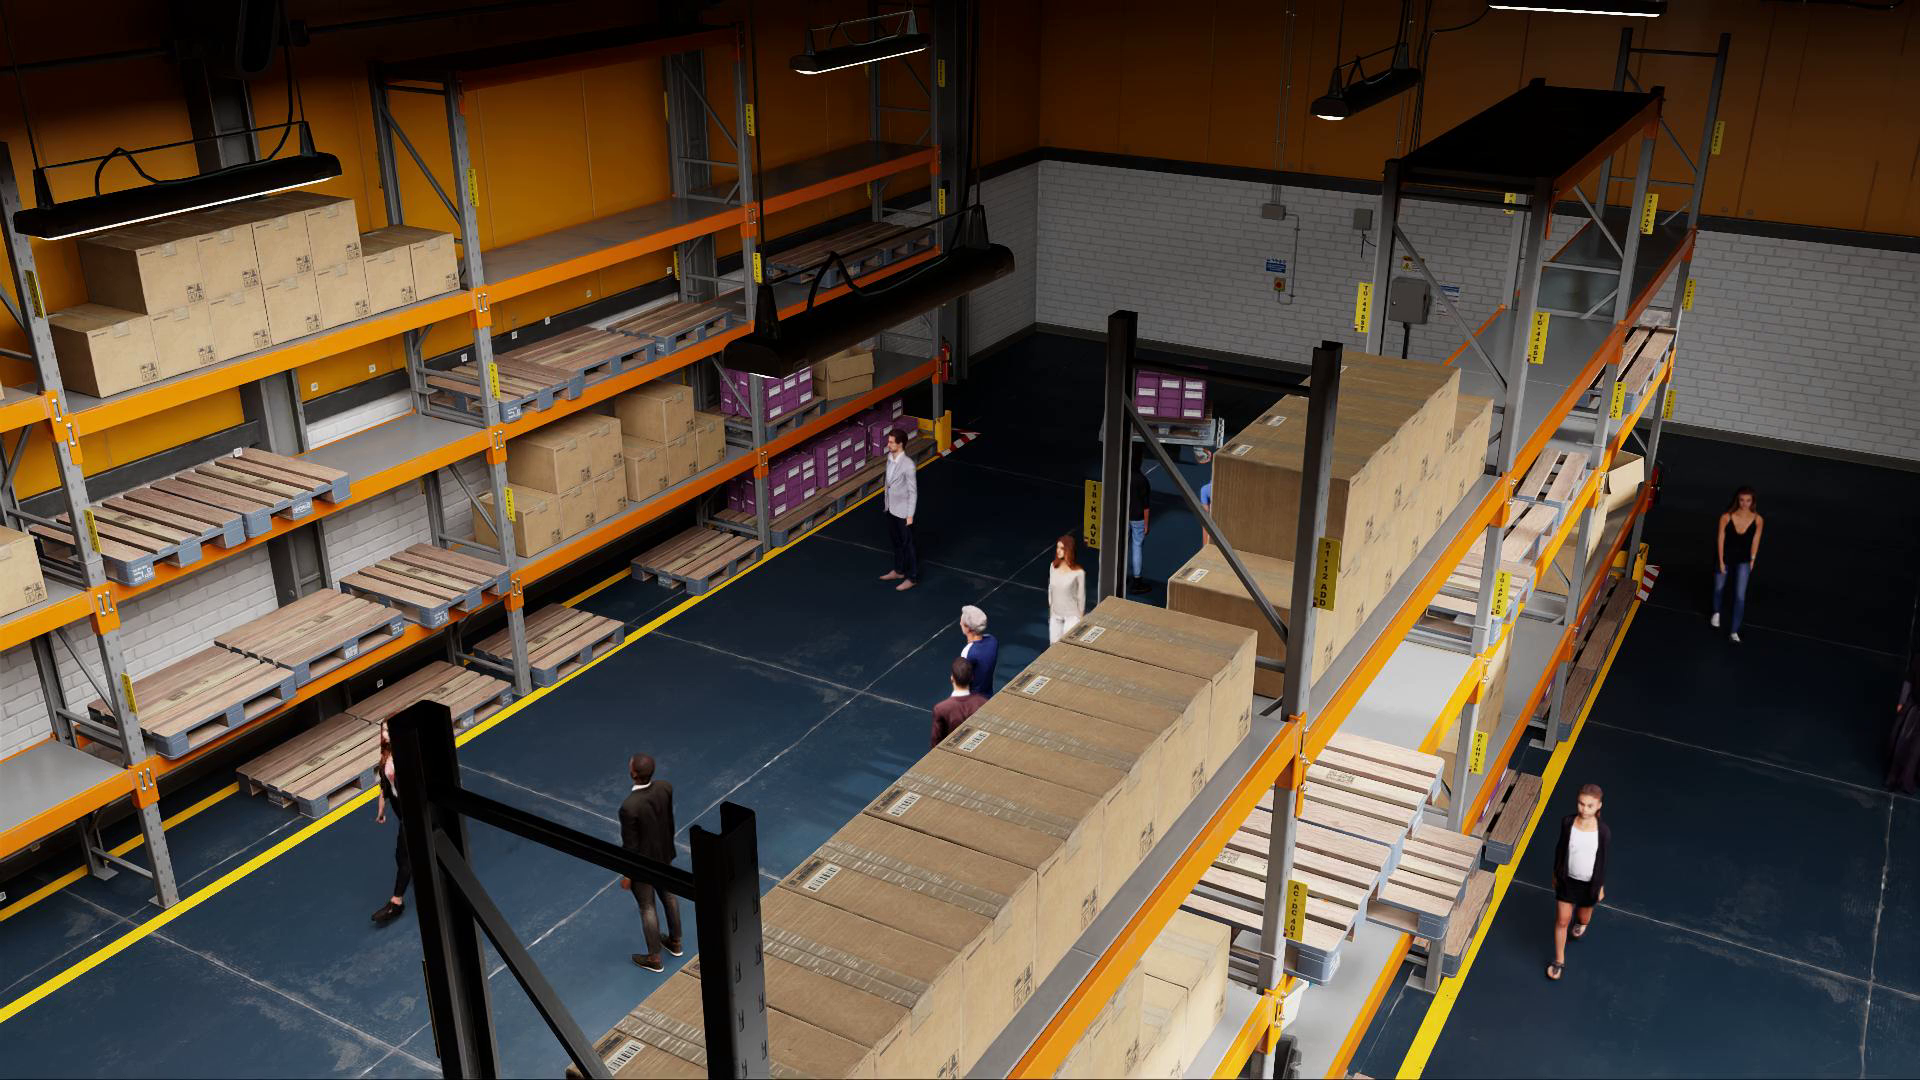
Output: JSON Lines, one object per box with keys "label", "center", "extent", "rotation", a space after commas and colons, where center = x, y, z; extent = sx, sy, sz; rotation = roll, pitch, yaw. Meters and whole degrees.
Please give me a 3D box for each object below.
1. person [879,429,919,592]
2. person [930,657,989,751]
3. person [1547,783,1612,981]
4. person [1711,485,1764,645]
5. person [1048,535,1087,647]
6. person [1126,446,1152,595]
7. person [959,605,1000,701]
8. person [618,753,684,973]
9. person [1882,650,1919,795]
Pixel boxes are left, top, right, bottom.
{"label": "person", "center": [-0.652, -0.359, 18.409], "extent": [0.733, 1.850, 0.758], "rotation": [-15, 28, -30]}
{"label": "person", "center": [0.007, 1.826, 13.401], "extent": [0.767, 1.858, 0.834], "rotation": [-7, 24, -15]}
{"label": "person", "center": [4.603, 2.473, 12.323], "extent": [0.550, 1.537, 0.915], "rotation": [13, 27, 27]}
{"label": "person", "center": [8.061, 0.195, 17.364], "extent": [0.664, 1.673, 1.093], "rotation": [8, 25, 19]}
{"label": "person", "center": [1.089, 0.718, 16.147], "extent": [0.674, 1.690, 0.903], "rotation": [18, 30, 36]}
{"label": "person", "center": [1.895, -0.233, 18.306], "extent": [0.610, 1.702, 0.588], "rotation": [19, 30, 37]}
{"label": "person", "center": [0.141, 1.407, 14.389], "extent": [0.695, 1.834, 0.493], "rotation": [15, 28, 31]}
{"label": "person", "center": [-2.277, 2.356, 12.261], "extent": [0.733, 1.799, 0.518], "rotation": [16, 28, 32]}
{"label": "person", "center": [8.486, 1.451, 14.571], "extent": [0.680, 1.608, 0.772], "rotation": [17, 29, 34]}
